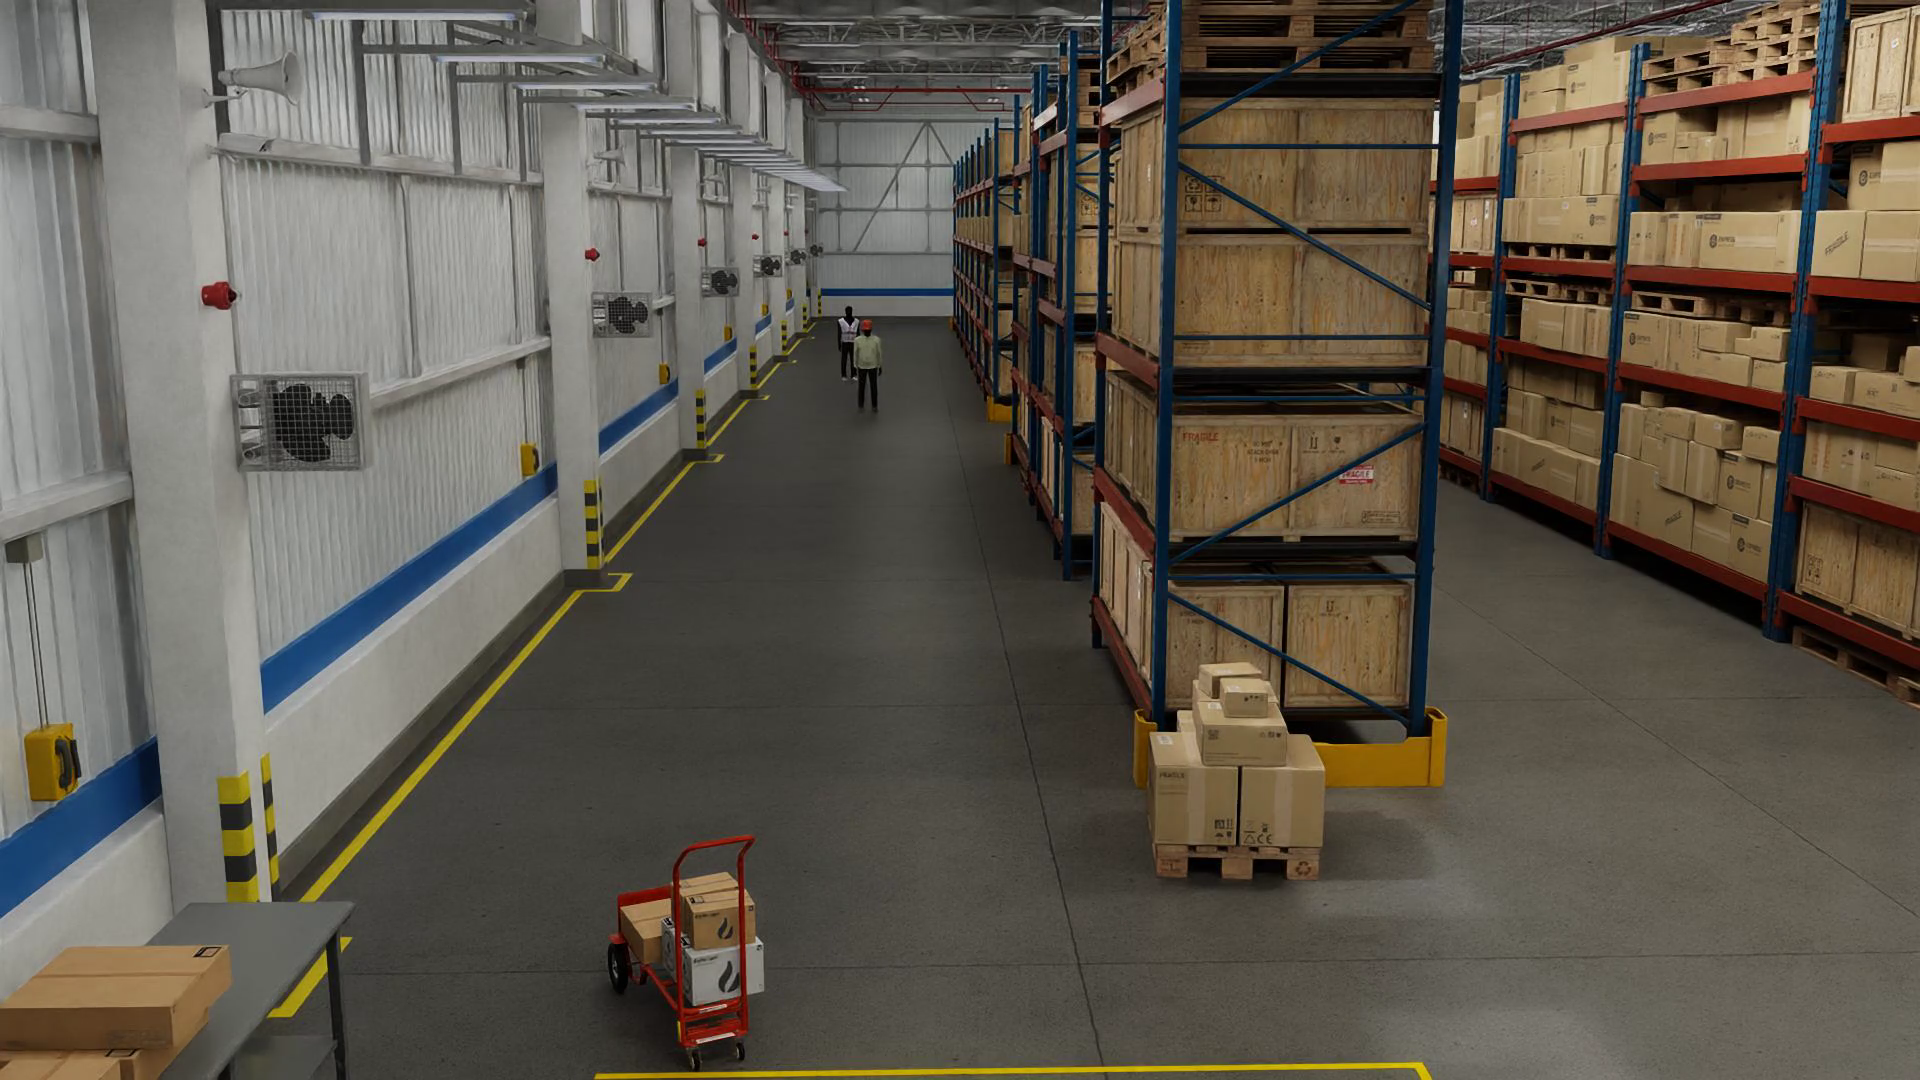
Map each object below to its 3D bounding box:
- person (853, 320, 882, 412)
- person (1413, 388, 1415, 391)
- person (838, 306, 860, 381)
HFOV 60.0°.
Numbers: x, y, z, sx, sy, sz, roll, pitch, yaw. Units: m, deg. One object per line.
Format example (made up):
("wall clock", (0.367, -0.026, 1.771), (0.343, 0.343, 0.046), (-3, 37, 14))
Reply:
("person", (-1.969, -3.706, 35.467), (0.621, 1.986, 0.408), (0, 11, -1))
("person", (11.136, -4.498, 39.935), (0.567, 1.850, 0.389), (-7, 13, -31))
("person", (-2.840, -5.016, 42.476), (0.589, 1.912, 0.397), (-4, 12, -19))
